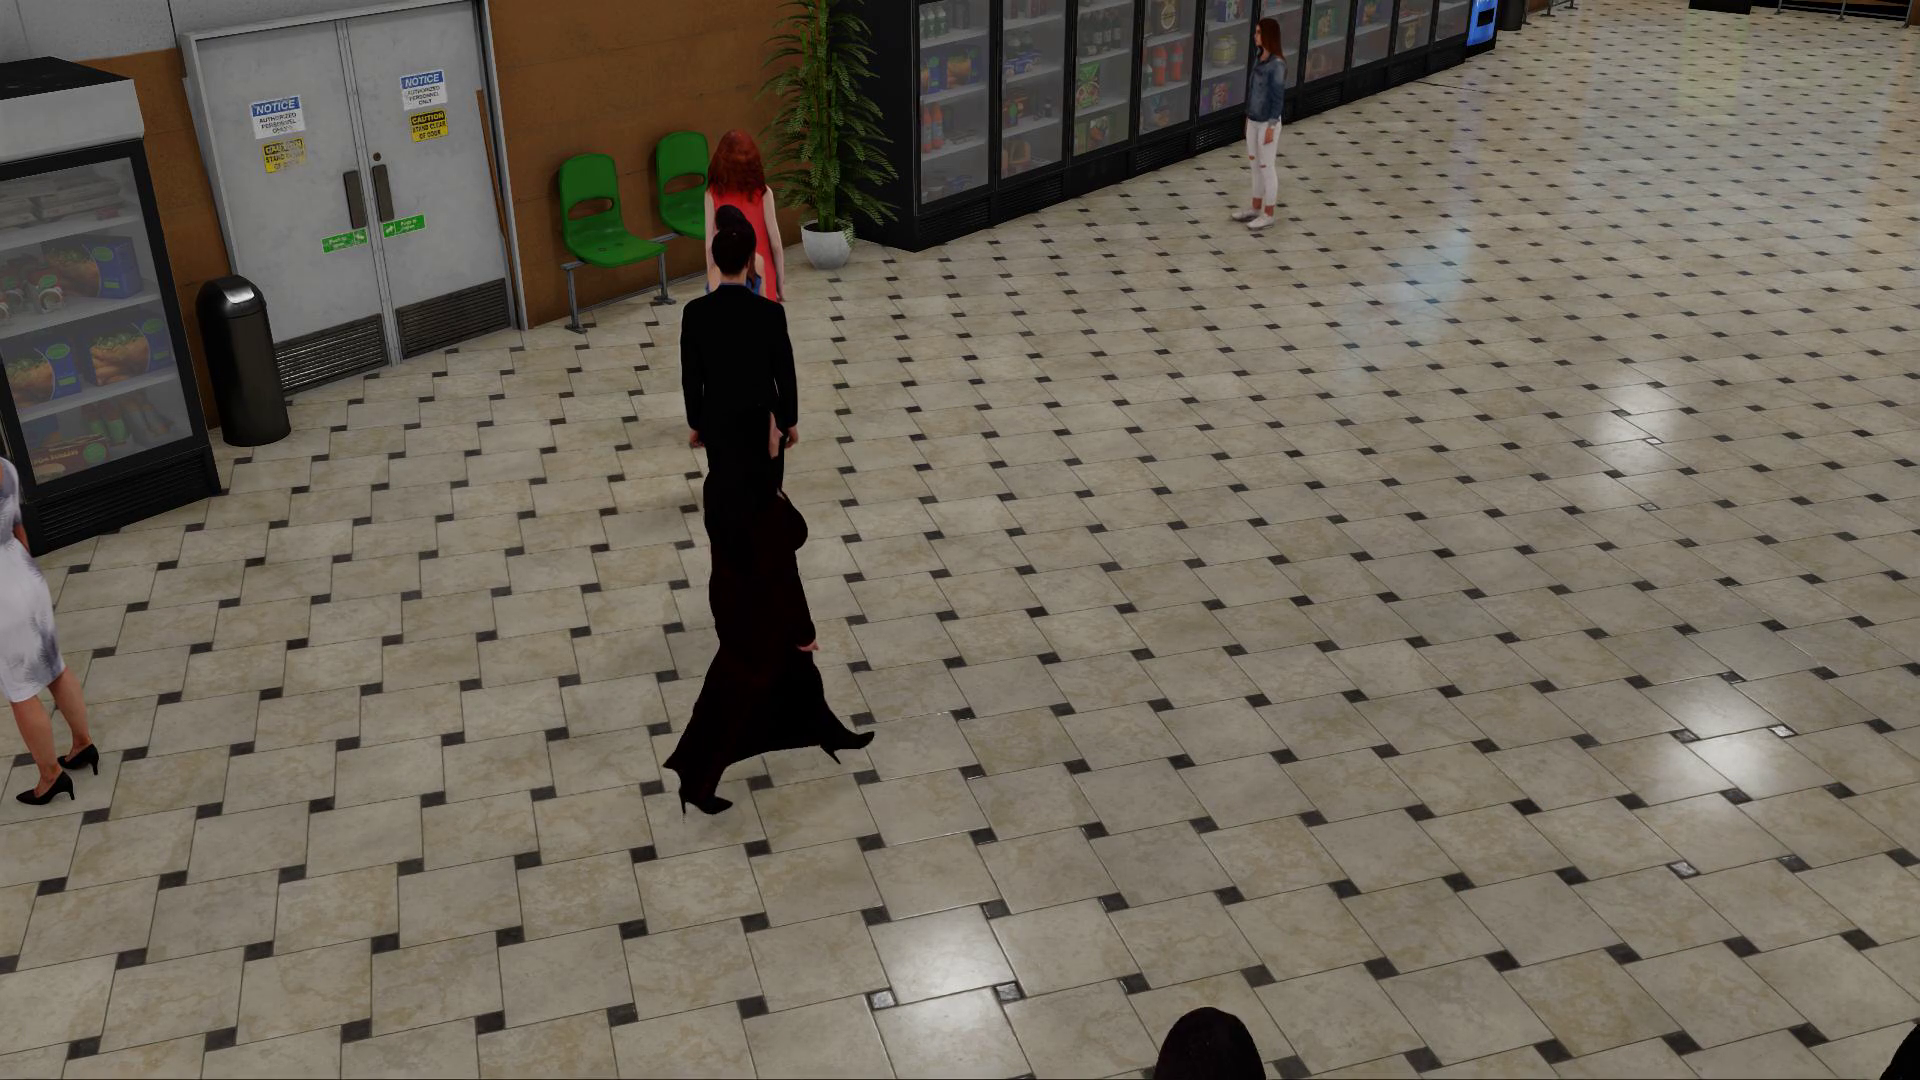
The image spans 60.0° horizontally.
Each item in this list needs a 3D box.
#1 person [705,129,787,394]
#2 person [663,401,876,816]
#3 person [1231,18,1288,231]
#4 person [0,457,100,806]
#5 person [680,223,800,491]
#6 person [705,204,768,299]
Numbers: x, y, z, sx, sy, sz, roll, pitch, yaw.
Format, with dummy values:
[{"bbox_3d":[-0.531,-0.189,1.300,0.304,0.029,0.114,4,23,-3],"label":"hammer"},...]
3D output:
[{"bbox_3d":[-1.267,-1.507,9.813,0.647,1.827,0.729,0,27,0],"label":"person"},{"bbox_3d":[-0.866,0.336,6.319,1.048,1.701,1.181,-12,29,-22],"label":"person"},{"bbox_3d":[2.529,-3.443,13.773,0.750,1.700,0.635,-8,28,-15],"label":"person"},{"bbox_3d":[-3.706,0.236,6.462,0.663,1.749,0.645,4,27,8],"label":"person"},{"bbox_3d":[-1.032,-0.567,7.891,0.774,1.890,0.846,-1,27,-2],"label":"person"},{"bbox_3d":[-1.211,-1.046,9.147,0.520,1.608,0.569,19,32,33],"label":"person"}]
